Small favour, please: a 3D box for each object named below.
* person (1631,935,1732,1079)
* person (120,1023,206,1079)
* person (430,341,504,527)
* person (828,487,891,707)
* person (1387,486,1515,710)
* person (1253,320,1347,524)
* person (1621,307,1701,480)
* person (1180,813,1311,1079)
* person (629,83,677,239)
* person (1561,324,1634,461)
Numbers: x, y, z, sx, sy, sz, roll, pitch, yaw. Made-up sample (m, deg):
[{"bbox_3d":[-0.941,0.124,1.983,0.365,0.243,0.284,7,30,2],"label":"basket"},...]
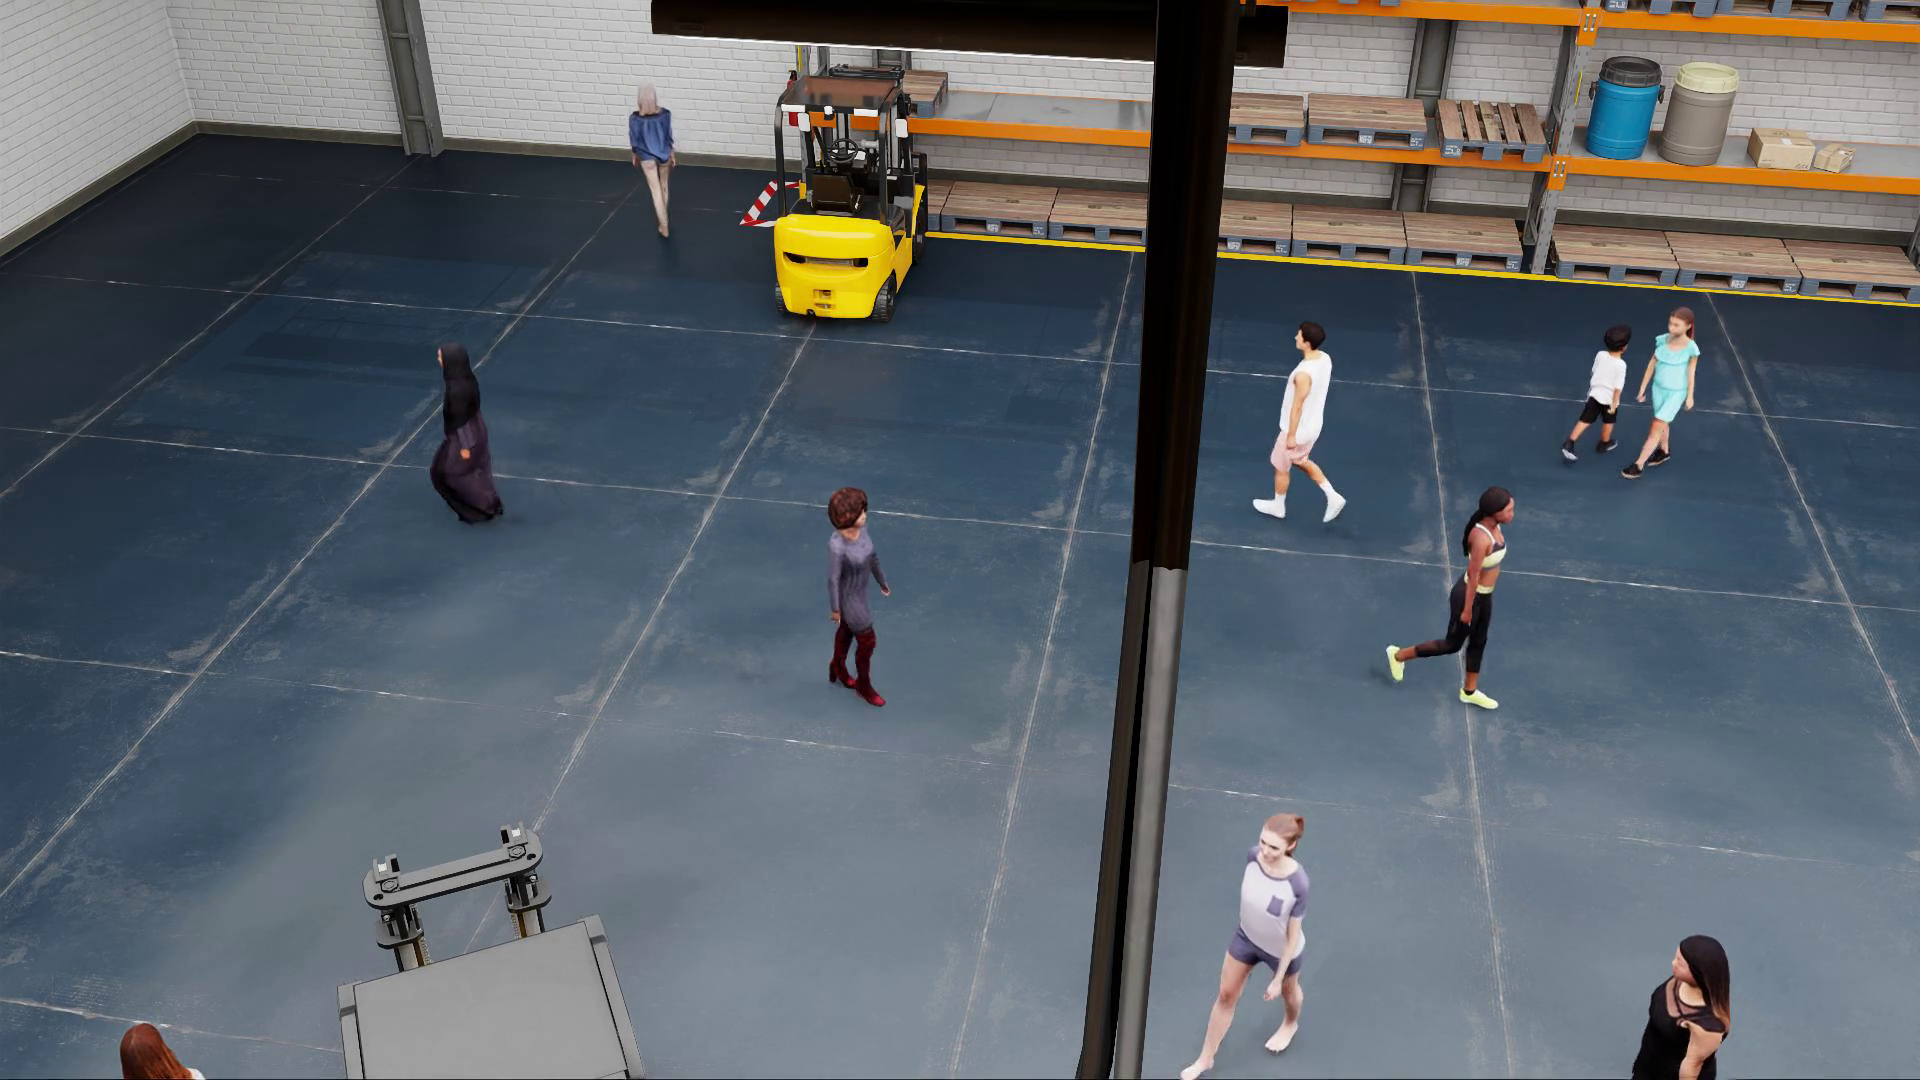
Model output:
[{"bbox_3d":[3.568,2.582,8.072,0.872,1.700,0.710,10,35,15],"label":"person"},{"bbox_3d":[-3.555,2.837,7.663,0.602,1.728,0.713,-11,35,-16],"label":"person"},{"bbox_3d":[-3.883,-0.851,13.319,0.798,1.609,0.714,-4,34,-5],"label":"person"},{"bbox_3d":[-0.820,0.367,11.411,0.767,1.692,0.674,11,35,17],"label":"person"},{"bbox_3d":[3.399,0.375,11.361,1.109,1.735,0.823,18,38,25],"label":"person"},{"bbox_3d":[2.787,-0.890,13.231,1.092,1.771,0.895,21,39,28],"label":"person"},{"bbox_3d":[6.022,-1.263,14.018,0.992,1.522,0.921,-21,39,-28],"label":"person"},{"bbox_3d":[1.698,2.091,8.781,1.026,1.733,1.042,-29,43,-36],"label":"person"},{"bbox_3d":[-3.311,-4.121,18.183,1.009,1.670,1.001,-14,36,-20],"label":"person"},{"bbox_3d":[5.471,-1.241,14.237,0.908,1.243,0.827,-20,38,-27],"label":"person"}]
